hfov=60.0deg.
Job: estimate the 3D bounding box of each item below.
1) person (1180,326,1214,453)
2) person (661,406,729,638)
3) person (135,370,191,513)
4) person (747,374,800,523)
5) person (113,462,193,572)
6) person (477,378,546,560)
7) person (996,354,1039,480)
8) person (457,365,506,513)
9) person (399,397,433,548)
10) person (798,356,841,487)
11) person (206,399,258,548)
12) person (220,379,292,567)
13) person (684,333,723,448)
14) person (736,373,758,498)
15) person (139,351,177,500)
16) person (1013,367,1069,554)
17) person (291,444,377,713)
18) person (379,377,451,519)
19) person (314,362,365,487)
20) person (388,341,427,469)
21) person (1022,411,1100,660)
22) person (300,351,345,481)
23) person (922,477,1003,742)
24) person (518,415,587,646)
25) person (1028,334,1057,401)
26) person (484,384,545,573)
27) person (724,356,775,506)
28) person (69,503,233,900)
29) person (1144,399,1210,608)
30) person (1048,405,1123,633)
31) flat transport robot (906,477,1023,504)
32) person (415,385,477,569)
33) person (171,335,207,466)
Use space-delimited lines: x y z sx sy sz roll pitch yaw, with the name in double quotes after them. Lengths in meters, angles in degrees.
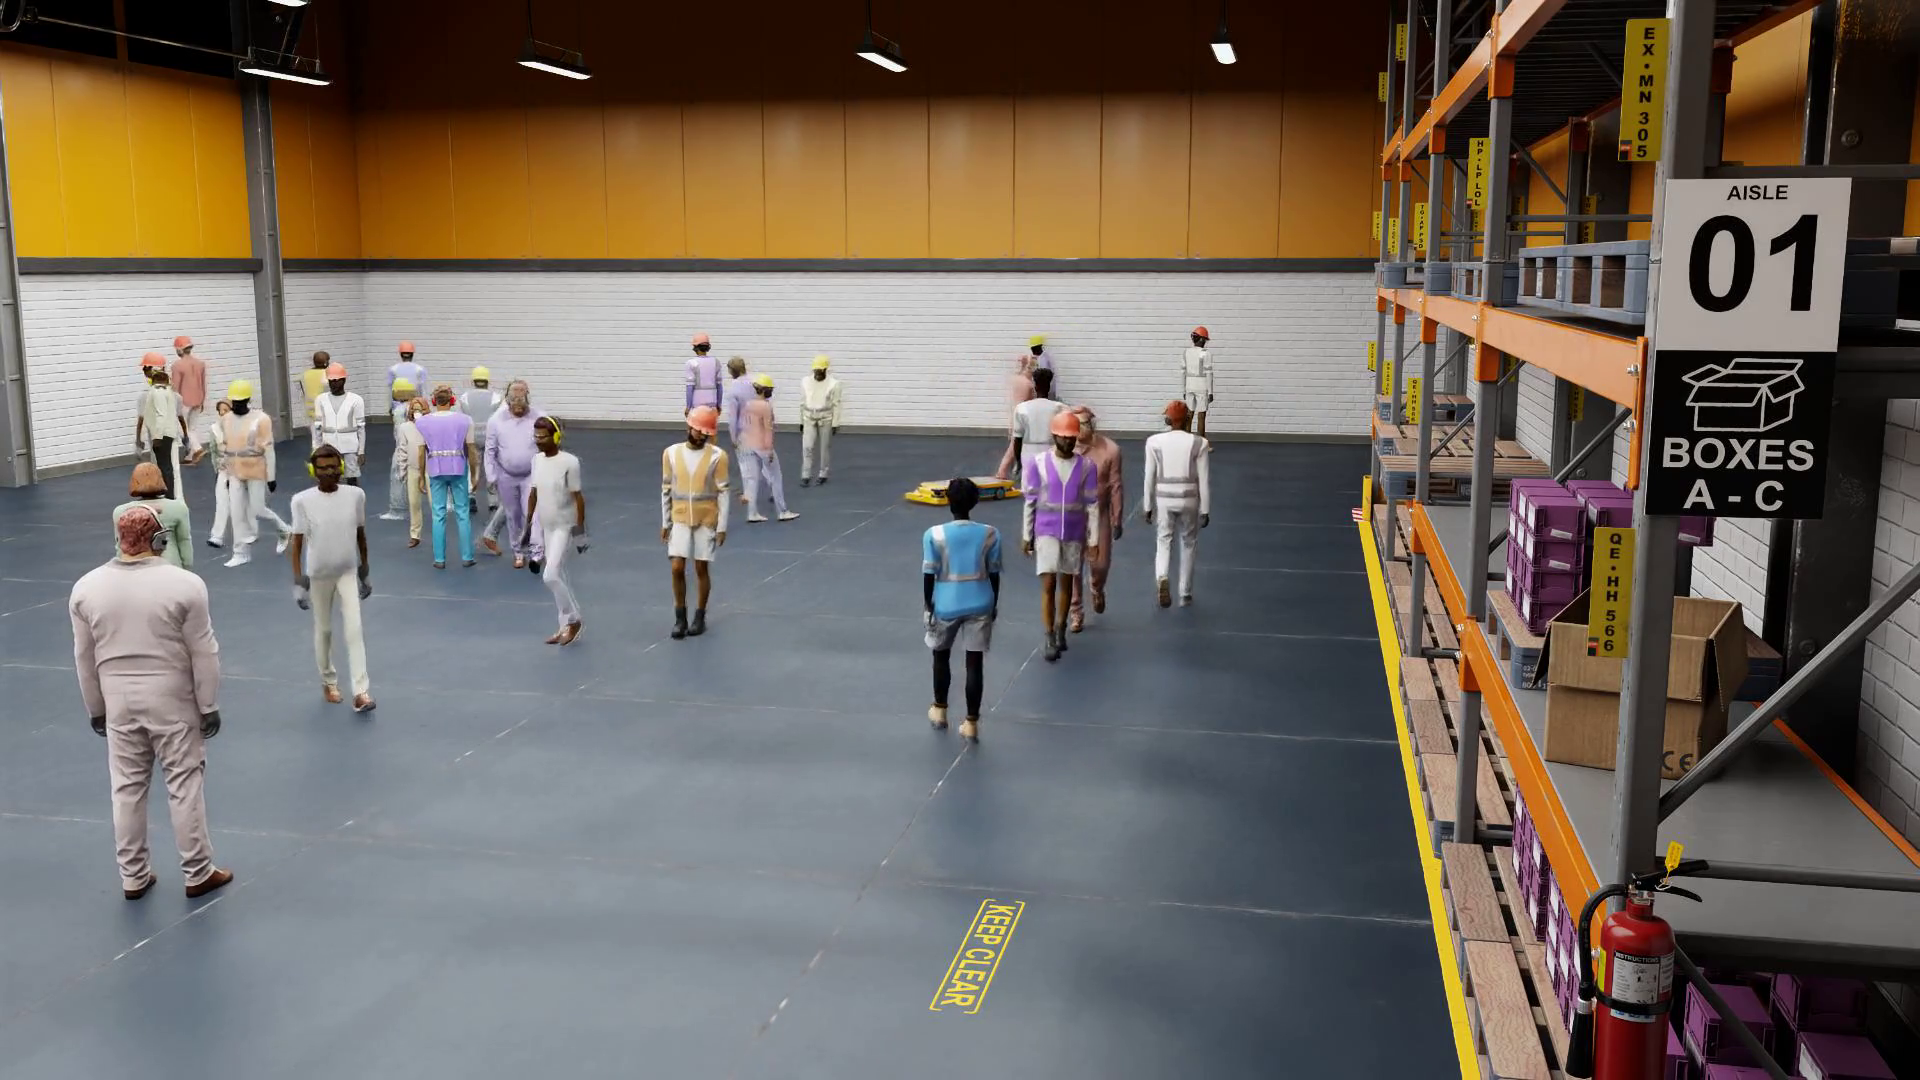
3.839 -2.414 26.783 0.393 2.034 0.605 -9 13 -44 "person"
-2.167 -0.134 13.455 0.593 1.895 0.614 1 9 4 "person"
-9.565 -1.157 19.957 0.635 1.781 1.023 -5 11 -29 "person"
-2.229 -1.079 19.564 0.668 1.743 0.553 -7 12 -38 "person"
-5.747 0.255 11.895 0.500 1.636 0.286 -6 11 -32 "person"
-4.583 -0.731 17.118 0.954 1.891 0.649 4 10 21 "person"
0.883 -1.517 21.916 0.990 1.857 0.663 0 9 -2 "person"
-5.780 -1.205 20.150 0.607 1.816 0.577 -1 9 -6 "person"
-5.741 -0.715 17.785 0.506 1.628 0.289 1 9 4 "person"
-1.941 -1.602 22.611 0.603 1.788 0.852 2 10 9 "person"
-7.790 -0.704 17.783 0.521 1.596 0.869 0 9 -1 "person"
-7.179 -0.703 16.895 0.597 1.898 0.770 3 10 16 "person"
-3.748 -1.993 24.212 0.614 2.041 0.390 -8 12 -39 "person"
-2.788 -1.365 21.662 0.266 1.631 0.507 -2 10 -11 "person"
-9.595 -1.264 19.959 0.375 1.997 0.611 -4 10 -22 "person"
0.858 -0.823 17.397 0.611 1.963 0.366 1 9 5 "person"
-4.230 0.267 11.249 0.551 1.823 0.944 -6 11 -31 "person"
-6.484 -1.074 19.678 0.845 1.711 0.490 2 10 14 "person"
-6.958 -1.022 18.676 0.542 1.939 0.364 -1 10 -8 "person"
-8.231 -2.013 24.804 0.549 1.887 0.975 -4 10 -22 "person"
0.788 -0.033 12.793 0.587 1.908 0.870 -1 9 -4 "person"
-8.921 -1.744 23.369 0.629 1.821 0.509 2 10 11 "person"
-0.005 0.421 10.748 0.552 1.668 0.721 -2 10 -12 "person"
-3.234 -0.070 13.222 0.503 1.845 0.445 8 12 40 "person"
1.533 -2.579 28.329 0.993 1.863 0.621 -2 10 -12 "person"
-4.331 -0.589 16.330 0.652 1.849 1.019 -2 10 -9 "person"
-2.577 -1.334 20.681 0.703 1.901 0.625 -9 13 -43 "person"
-3.851 0.773 7.961 0.643 1.908 0.399 0 9 -1 "person"
1.894 -0.300 14.570 0.585 1.859 0.782 2 10 13 "person"
1.032 -0.196 13.872 0.651 1.882 0.610 1 9 4 "person"
0.067 -0.649 21.446 1.431 0.197 0.652 -7 12 -38 "flat transport robot"
-5.109 -0.623 16.579 0.563 1.838 0.390 -3 10 -16 "person"
-11.529 -2.070 24.857 0.650 1.980 0.639 4 10 22 "person"
